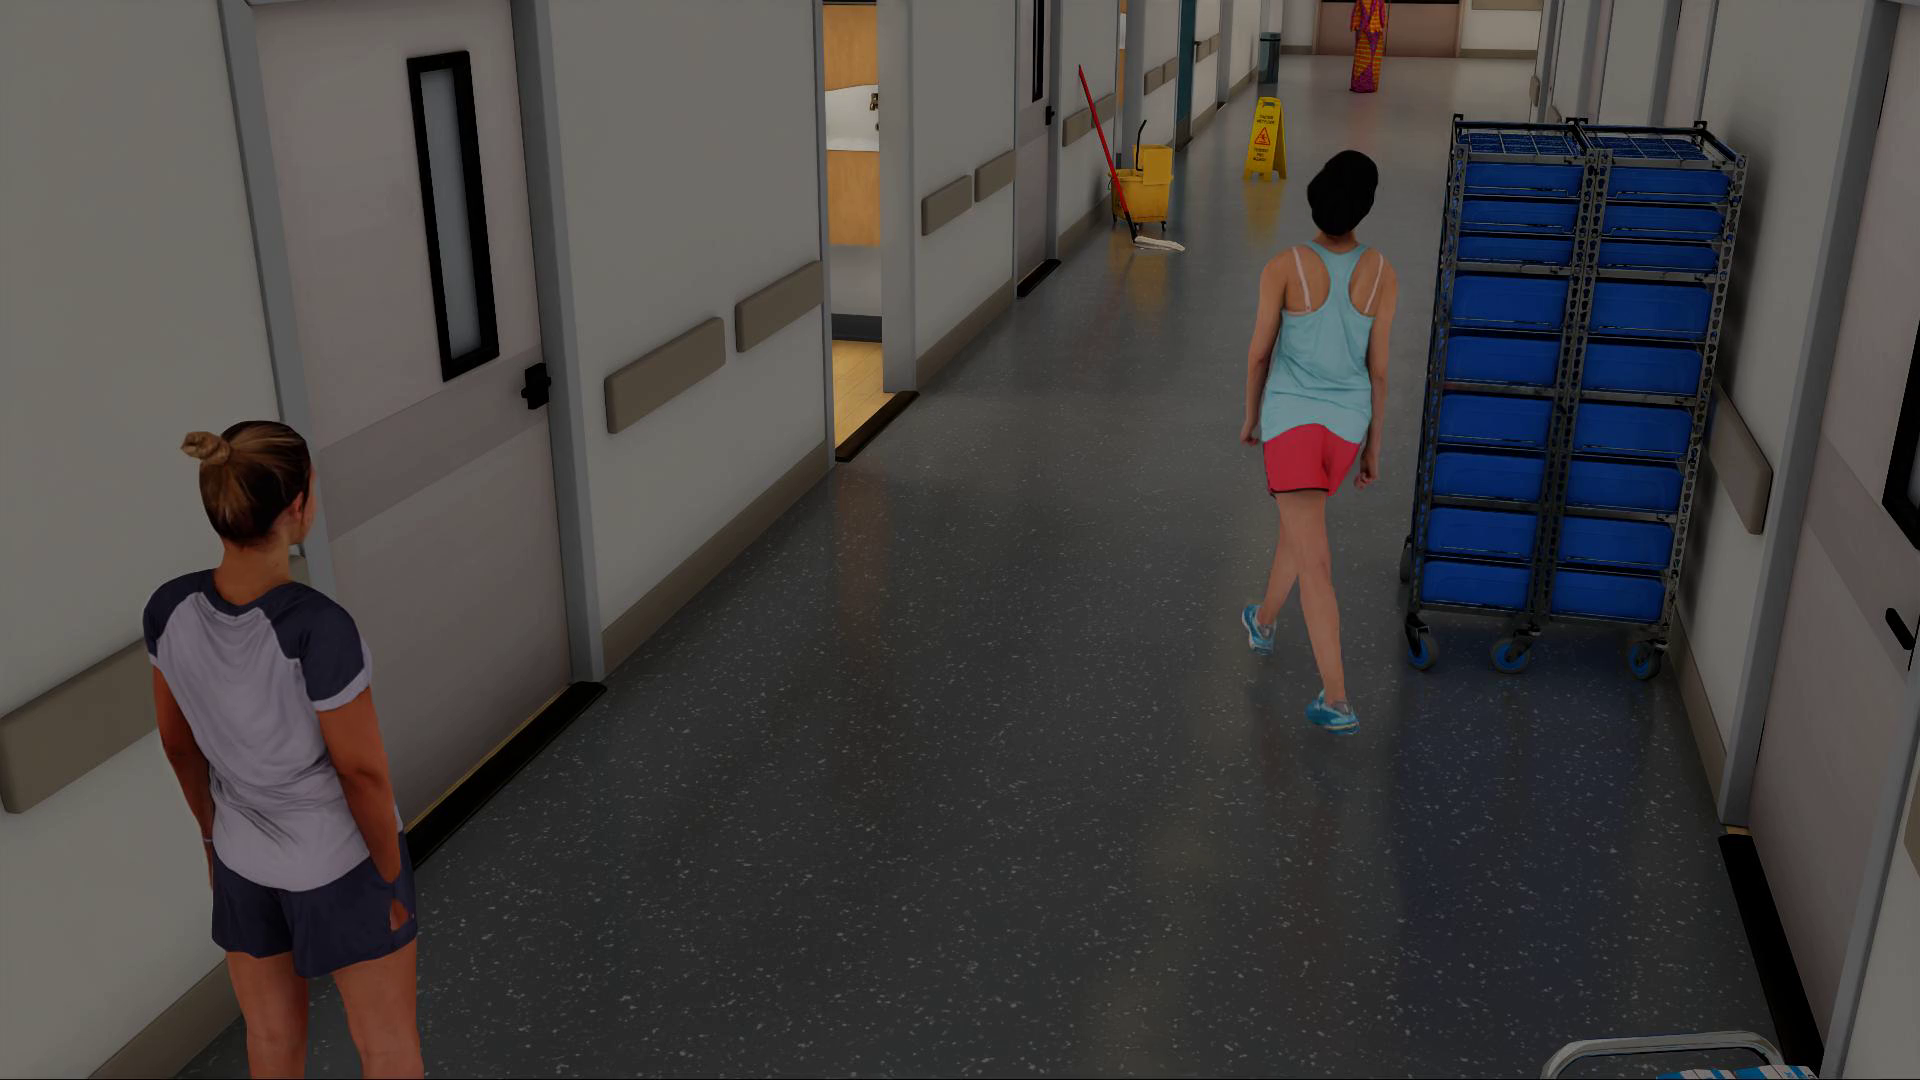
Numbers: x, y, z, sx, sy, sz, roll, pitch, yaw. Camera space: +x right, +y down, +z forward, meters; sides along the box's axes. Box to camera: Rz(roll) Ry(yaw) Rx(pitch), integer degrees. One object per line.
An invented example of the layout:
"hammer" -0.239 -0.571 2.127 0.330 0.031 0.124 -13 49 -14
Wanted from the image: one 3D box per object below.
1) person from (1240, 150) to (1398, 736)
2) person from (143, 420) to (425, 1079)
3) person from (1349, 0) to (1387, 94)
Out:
"person" 1.092 -0.246 5.053 0.900 1.709 1.272 -2 21 -6
"person" -1.184 0.571 3.001 0.572 1.635 0.498 5 21 14
"person" 5.706 -7.175 23.365 0.805 1.681 0.710 15 25 34
